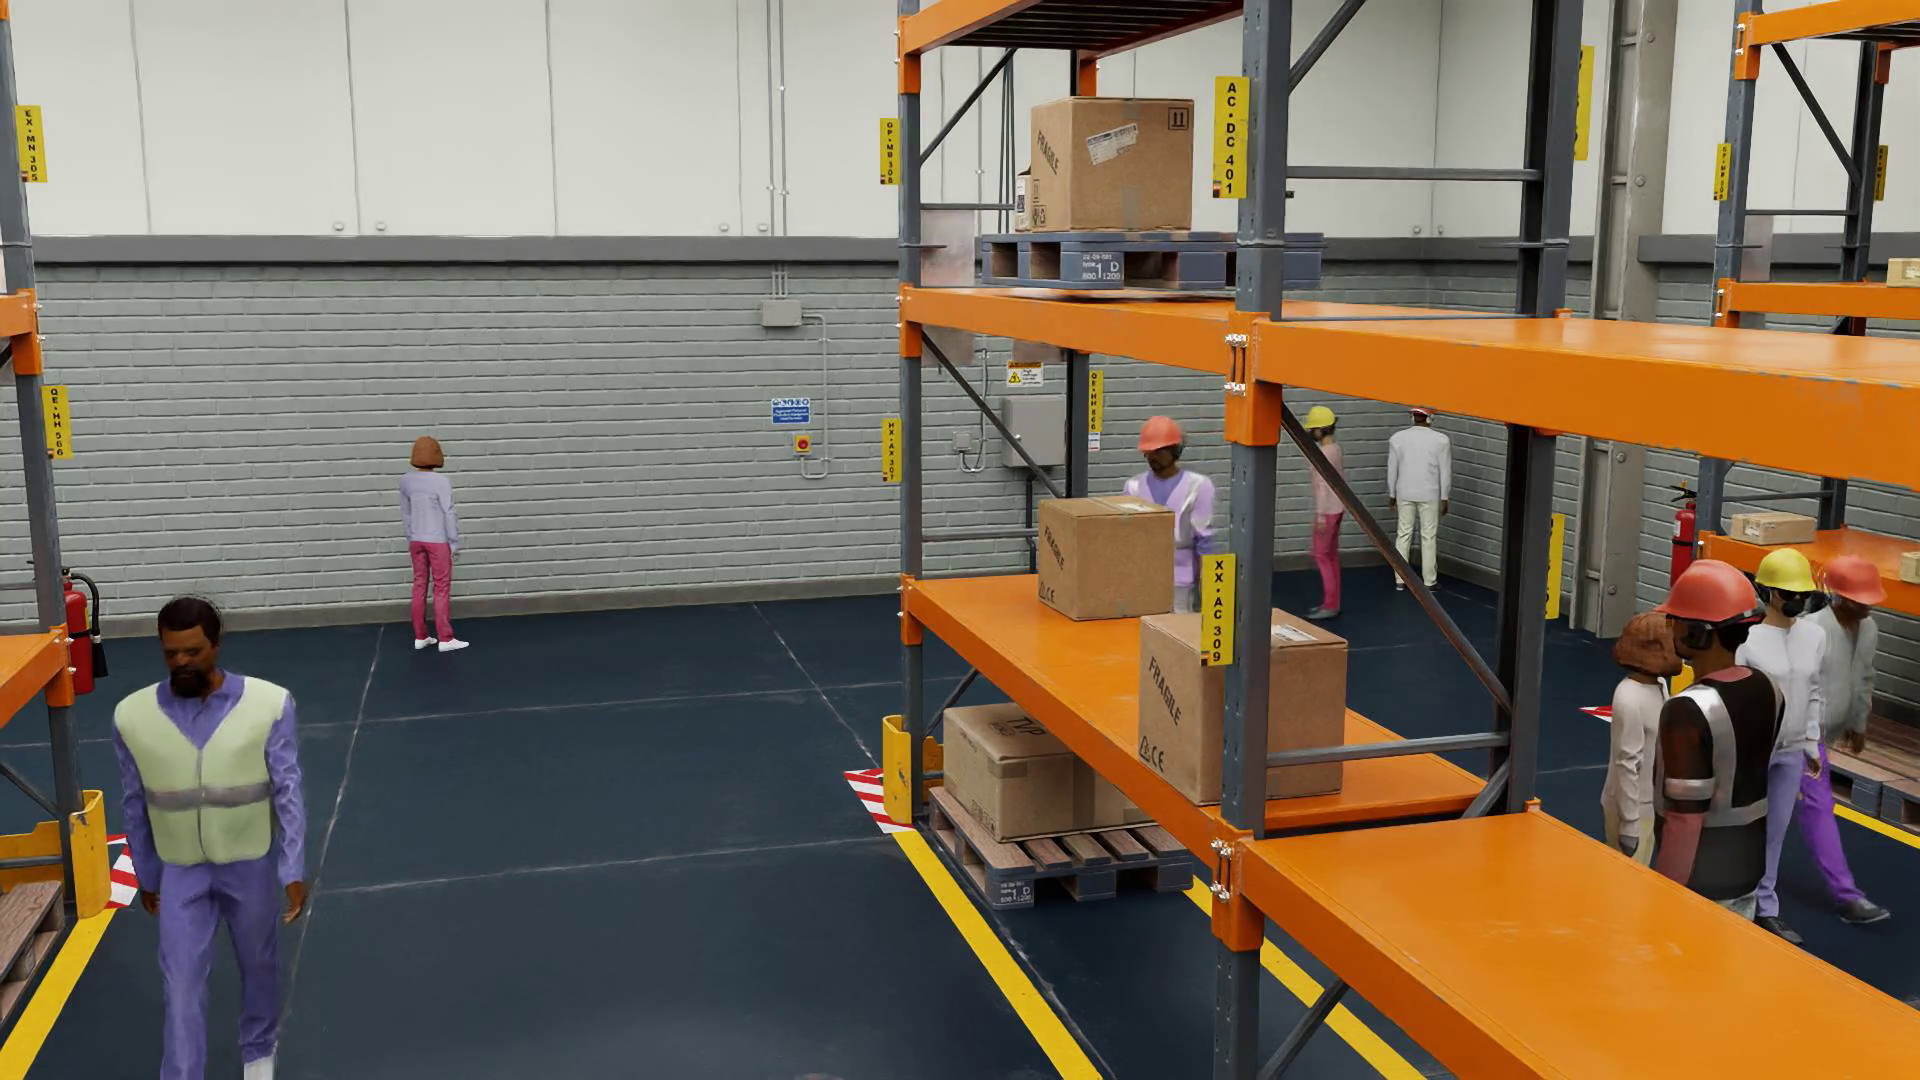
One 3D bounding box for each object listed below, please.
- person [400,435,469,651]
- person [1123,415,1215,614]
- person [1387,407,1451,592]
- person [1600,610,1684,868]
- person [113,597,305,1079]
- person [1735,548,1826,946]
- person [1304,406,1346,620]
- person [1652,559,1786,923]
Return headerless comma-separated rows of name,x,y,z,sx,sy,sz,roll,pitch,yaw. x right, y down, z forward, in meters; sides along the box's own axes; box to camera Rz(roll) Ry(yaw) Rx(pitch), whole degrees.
person,-3.988,0.027,12.572,0.505,1.636,0.277,5,11,25
person,1.285,0.230,10.309,0.641,2.020,0.775,5,11,27
person,4.069,-0.412,14.733,0.564,1.752,0.337,7,12,33
person,2.685,1.079,6.575,0.277,1.636,0.504,6,12,32
person,-2.523,1.130,5.622,0.597,1.874,0.971,-3,10,-17
person,3.500,0.905,7.199,0.523,1.769,0.313,-3,10,-15
person,2.991,-0.228,13.685,0.349,1.756,0.591,4,11,20
person,2.402,1.076,5.433,0.609,2.044,0.395,-8,13,-39
